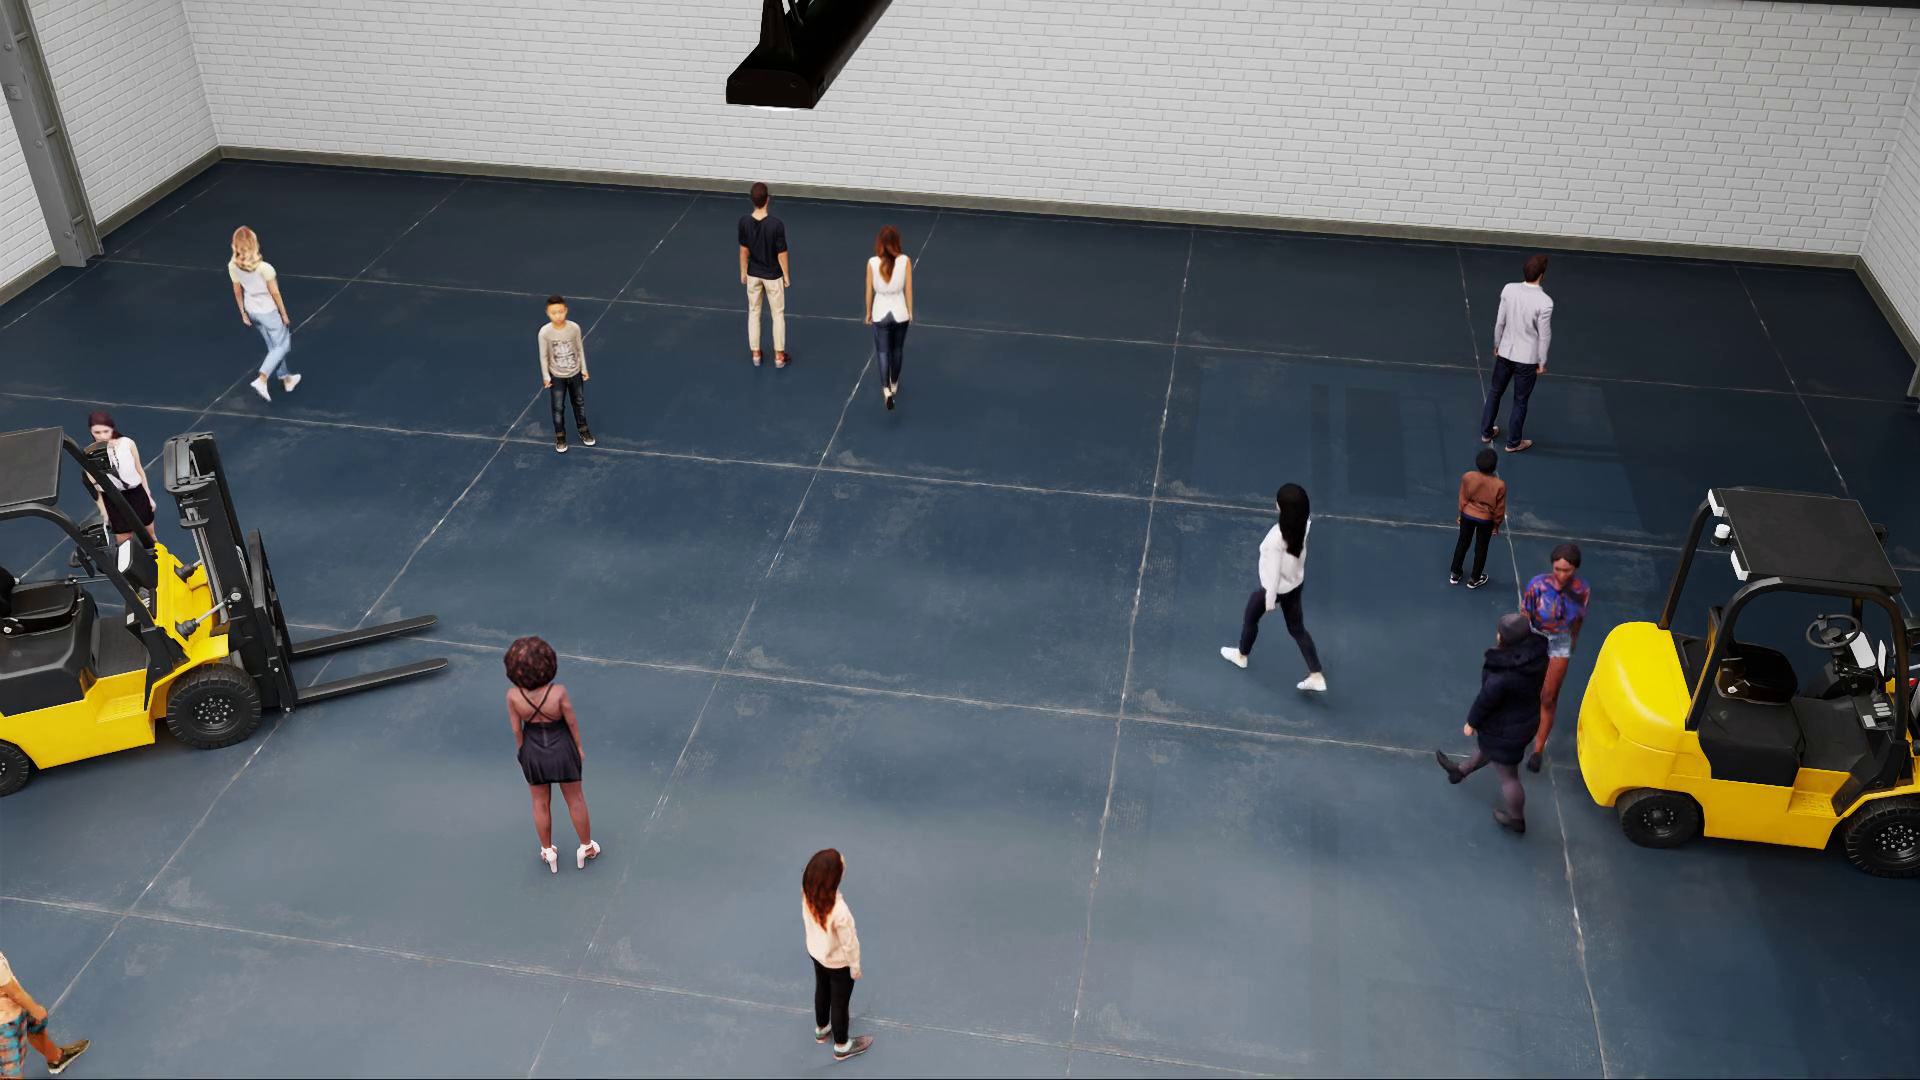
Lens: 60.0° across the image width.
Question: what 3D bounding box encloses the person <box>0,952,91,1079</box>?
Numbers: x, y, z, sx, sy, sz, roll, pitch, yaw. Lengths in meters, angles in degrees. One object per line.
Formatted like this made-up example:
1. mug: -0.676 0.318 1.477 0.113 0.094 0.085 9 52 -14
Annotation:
1. person: -5.153 2.536 8.830 0.731 1.444 0.875 21 39 29

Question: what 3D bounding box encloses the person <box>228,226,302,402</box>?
1. person: -6.522 -2.068 15.516 0.685 1.709 0.959 8 34 12

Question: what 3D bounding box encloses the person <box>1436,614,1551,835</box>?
1. person: 3.566 1.223 10.636 1.073 1.631 1.105 -23 40 -30

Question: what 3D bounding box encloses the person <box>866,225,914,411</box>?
1. person: -0.645 -2.028 15.435 0.753 1.733 1.061 -2 34 -3

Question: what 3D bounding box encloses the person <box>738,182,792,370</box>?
1. person: -1.893 -2.557 16.126 0.629 1.850 0.539 6 34 9

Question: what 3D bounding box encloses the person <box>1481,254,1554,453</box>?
1. person: 4.967 -1.671 14.790 0.801 1.853 0.767 -25 41 -33

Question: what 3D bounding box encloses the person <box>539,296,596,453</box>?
1. person: -3.536 -1.510 14.899 0.632 1.463 0.666 -16 37 -22

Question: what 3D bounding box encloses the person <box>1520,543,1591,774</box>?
1. person: 3.995 0.674 11.404 0.595 1.696 1.160 3 34 5

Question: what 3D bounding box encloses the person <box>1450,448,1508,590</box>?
1. person: 4.077 -0.183 13.092 0.594 1.254 0.605 20 38 27

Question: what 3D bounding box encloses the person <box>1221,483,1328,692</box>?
1. person: 2.372 0.376 11.883 1.142 1.662 1.102 -29 43 -36

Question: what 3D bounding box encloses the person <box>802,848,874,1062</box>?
1. person: -0.708 2.269 9.195 0.685 1.484 0.644 -25 41 -33

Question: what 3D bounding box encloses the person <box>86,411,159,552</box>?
1. person: -6.453 -0.275 12.874 0.626 1.648 0.703 -26 42 -34

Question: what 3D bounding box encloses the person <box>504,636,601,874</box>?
1. person: -2.541 1.345 10.309 0.612 1.790 0.620 -4 34 -6
